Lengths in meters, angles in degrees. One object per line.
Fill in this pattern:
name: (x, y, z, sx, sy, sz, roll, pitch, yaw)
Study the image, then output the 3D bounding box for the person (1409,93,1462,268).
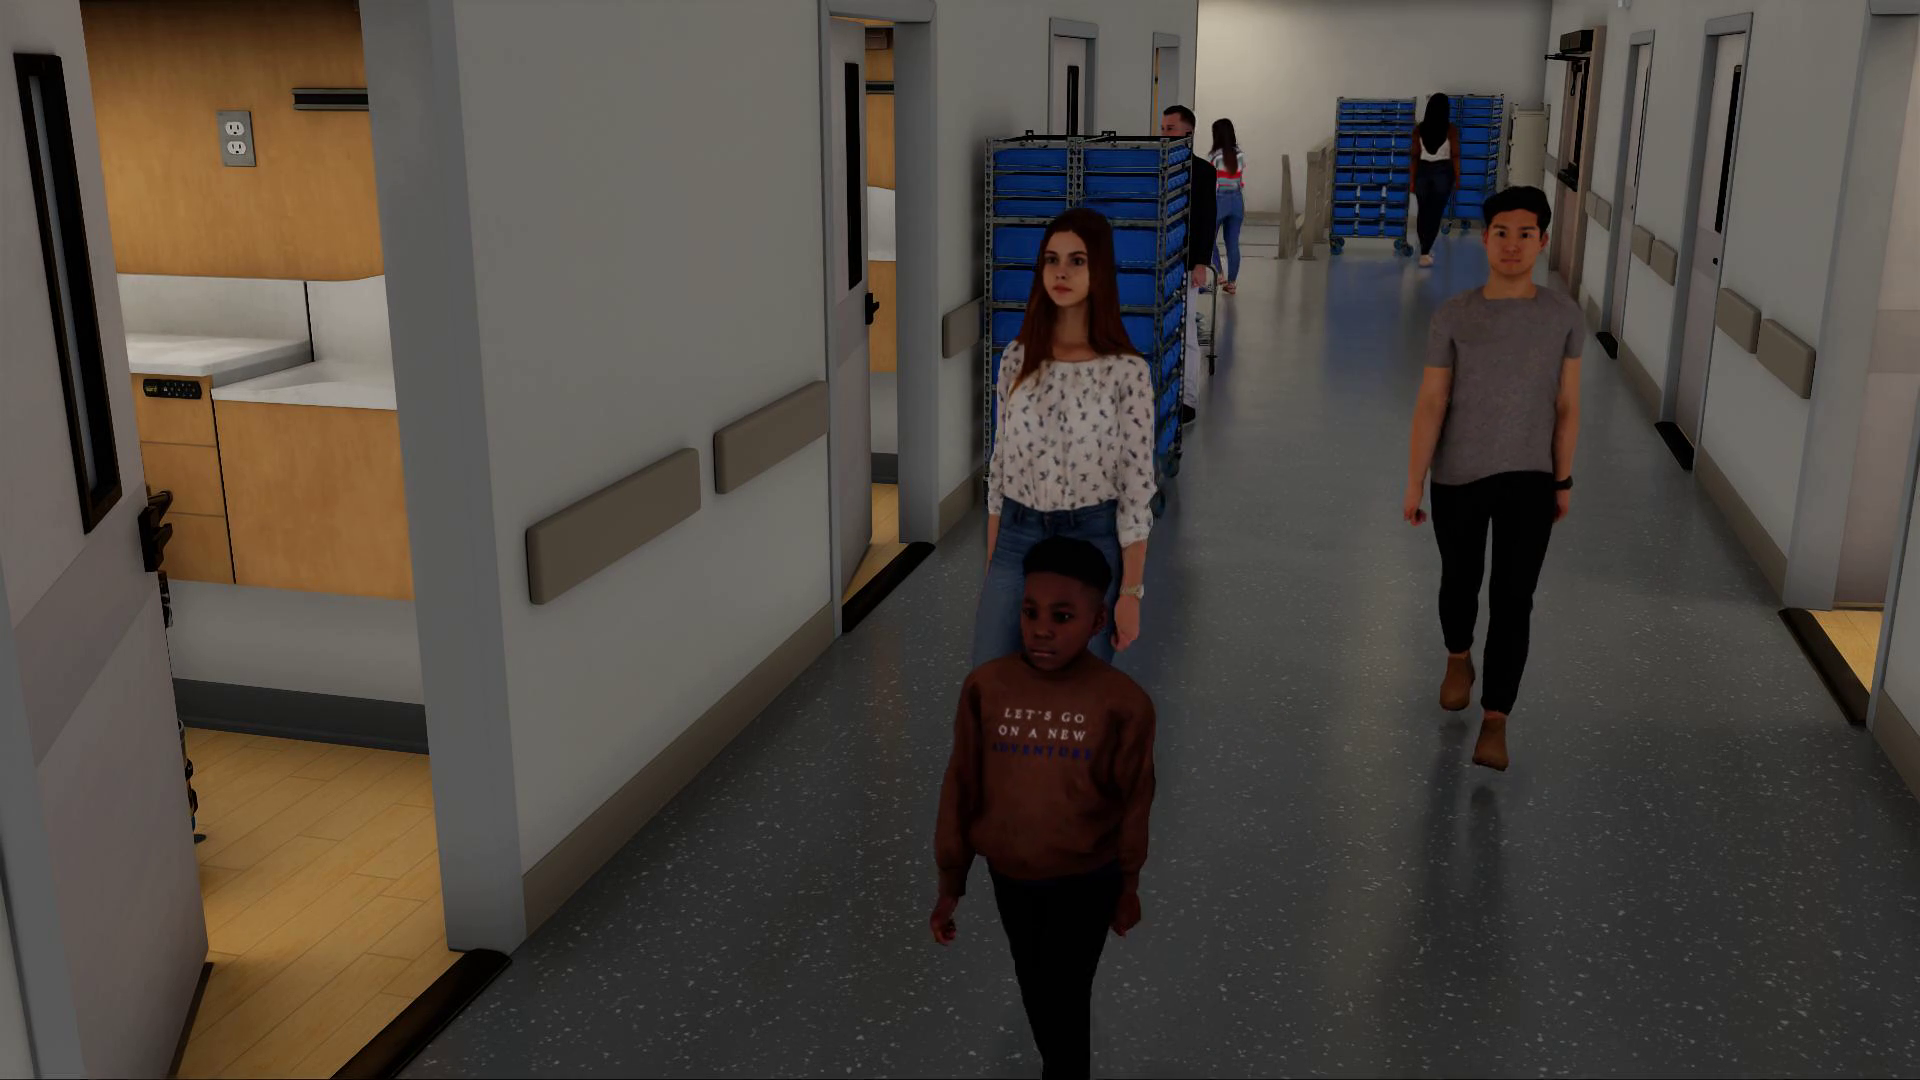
person: (4.993, -3.793, 17.632, 0.857, 1.784, 1.045, 12, 20, 37)

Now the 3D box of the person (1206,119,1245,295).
person: (2.507, -3.087, 15.467, 0.714, 1.599, 0.748, -4, 16, -15)

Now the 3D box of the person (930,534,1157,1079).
person: (0.192, 0.586, 3.108, 0.605, 1.237, 0.767, 8, 18, 26)

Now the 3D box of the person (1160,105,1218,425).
person: (1.275, -1.626, 9.833, 0.741, 1.844, 0.738, 15, 22, 43)

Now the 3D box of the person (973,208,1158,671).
person: (0.280, 0.053, 4.104, 0.668, 1.722, 0.763, 8, 17, 25)

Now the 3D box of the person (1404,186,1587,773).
person: (1.624, -0.196, 5.076, 0.670, 1.674, 1.134, 5, 17, 18)
